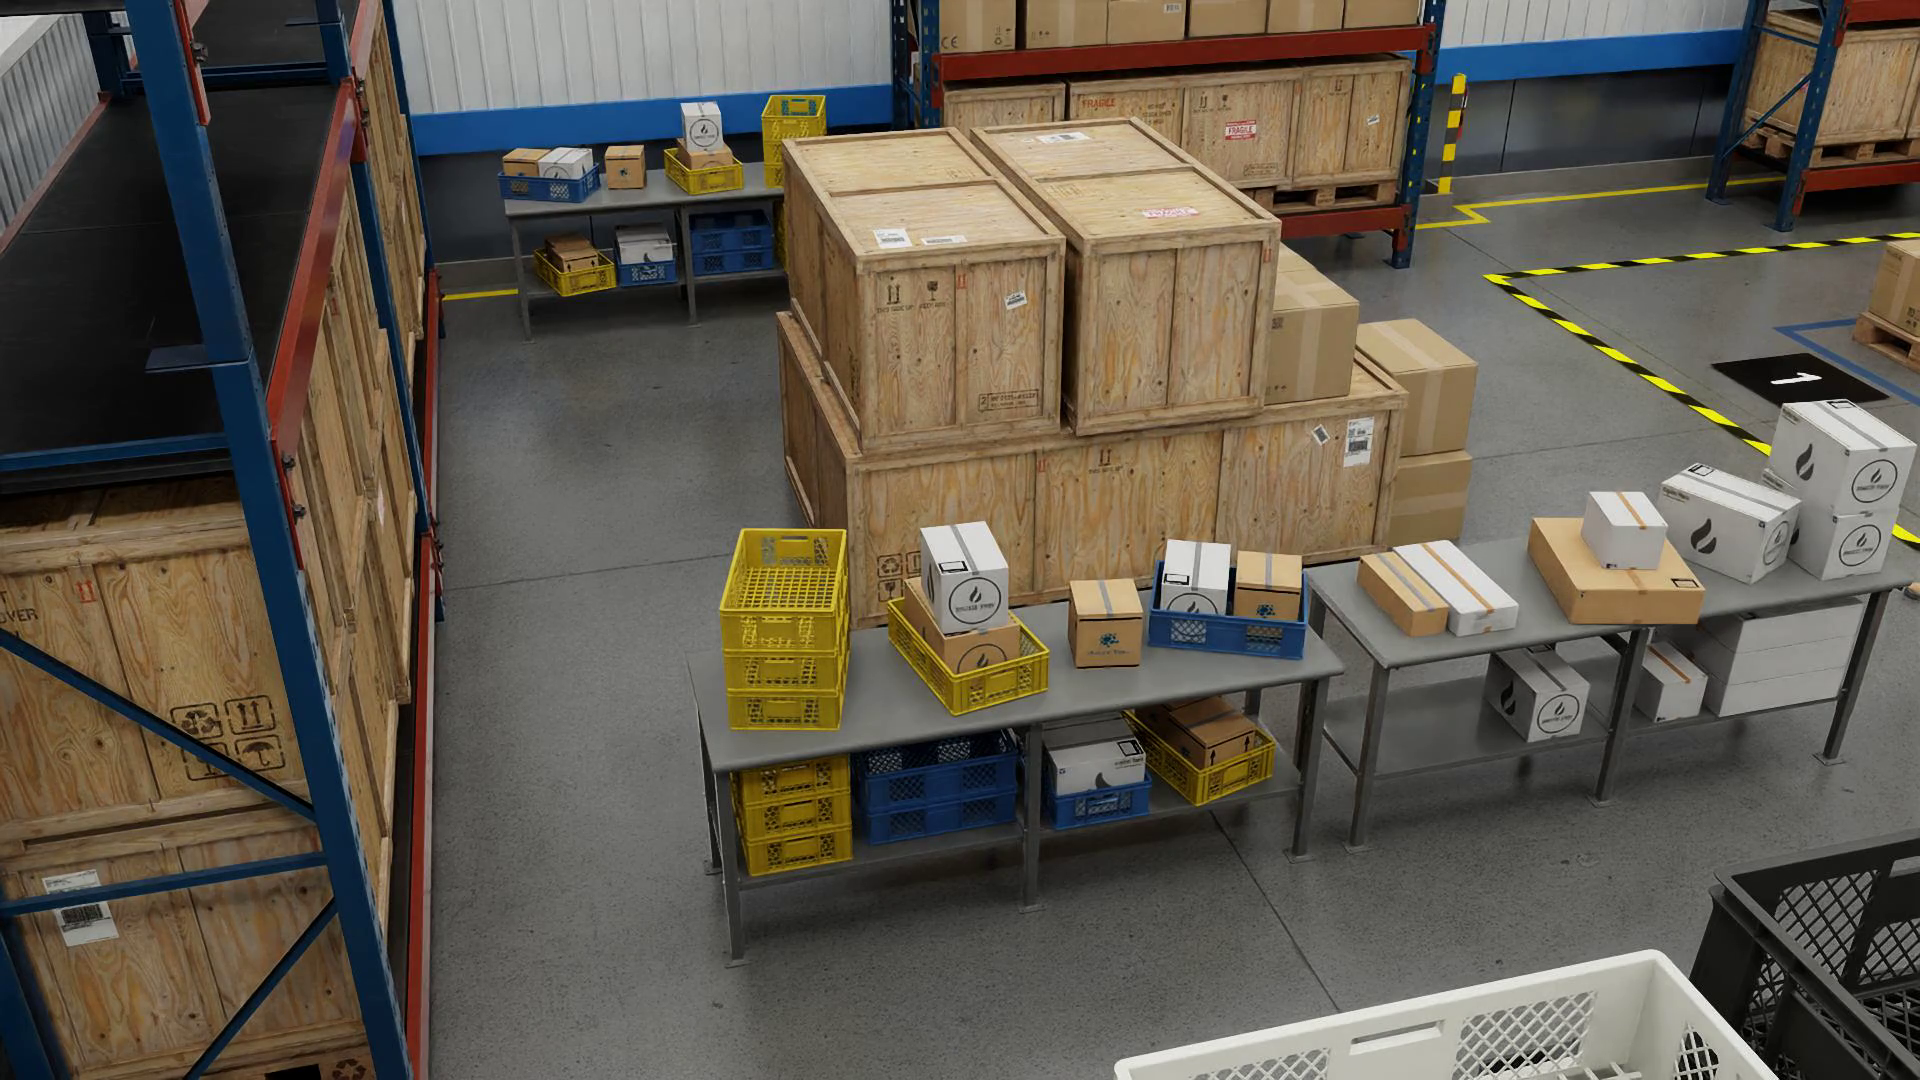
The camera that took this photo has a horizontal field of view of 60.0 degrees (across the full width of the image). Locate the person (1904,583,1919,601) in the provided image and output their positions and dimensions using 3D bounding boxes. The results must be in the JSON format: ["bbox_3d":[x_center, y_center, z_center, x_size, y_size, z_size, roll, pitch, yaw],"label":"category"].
[{"bbox_3d":[5.192,-0.499,8.182,0.366,2.048,0.606,0,29,-1],"label":"person"}]
